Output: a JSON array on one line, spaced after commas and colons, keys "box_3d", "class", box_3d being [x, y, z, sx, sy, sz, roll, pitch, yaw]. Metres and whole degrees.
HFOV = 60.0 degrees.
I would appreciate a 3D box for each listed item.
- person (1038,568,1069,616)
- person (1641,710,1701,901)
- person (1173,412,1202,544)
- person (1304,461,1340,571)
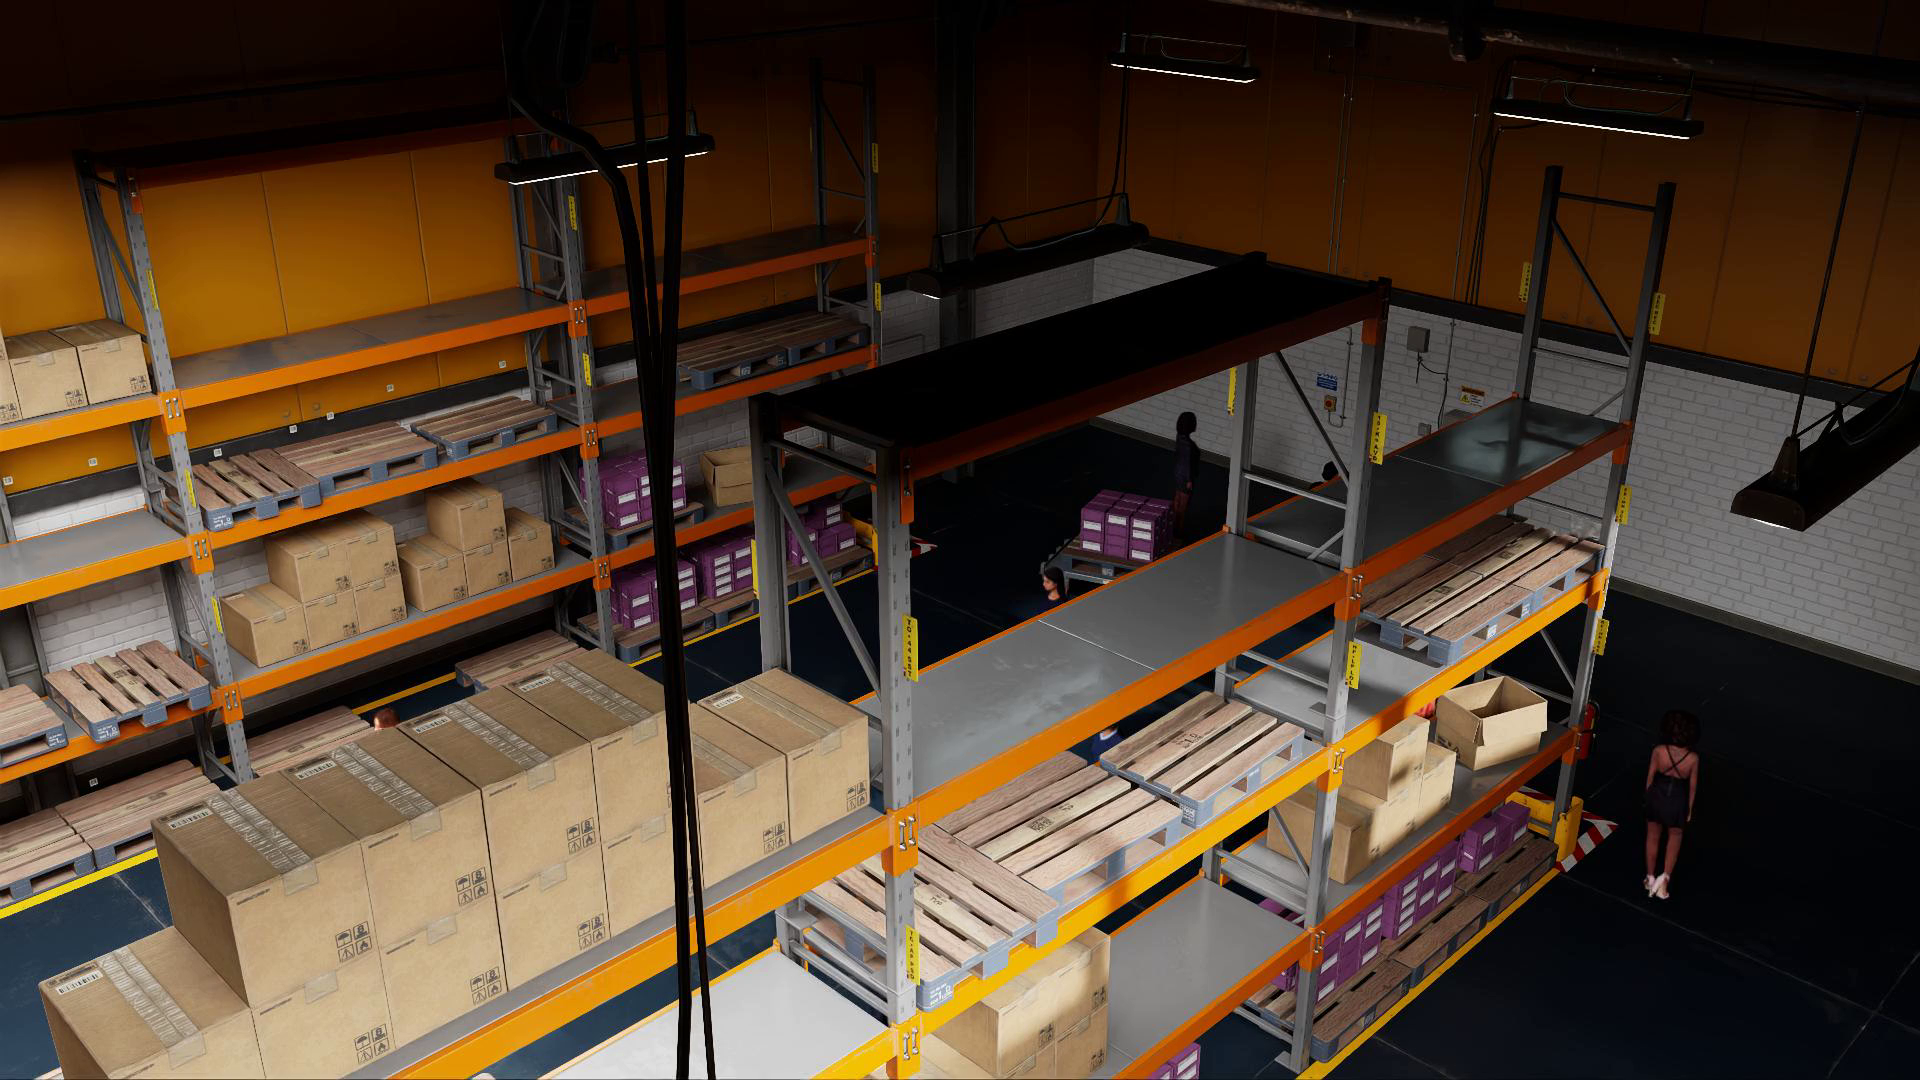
[{"box_3d": [0.955, 1.069, 16.724, 0.693, 1.765, 0.673, -6, 24, -14], "class": "person"}, {"box_3d": [5.916, 2.281, 13.943, 0.689, 1.771, 0.822, 11, 26, 24], "class": "person"}, {"box_3d": [2.839, -0.803, 21.087, 0.730, 1.700, 0.706, -4, 24, -9], "class": "person"}, {"box_3d": [4.252, -0.089, 19.380, 0.683, 1.760, 0.633, 18, 30, 36], "class": "person"}]
